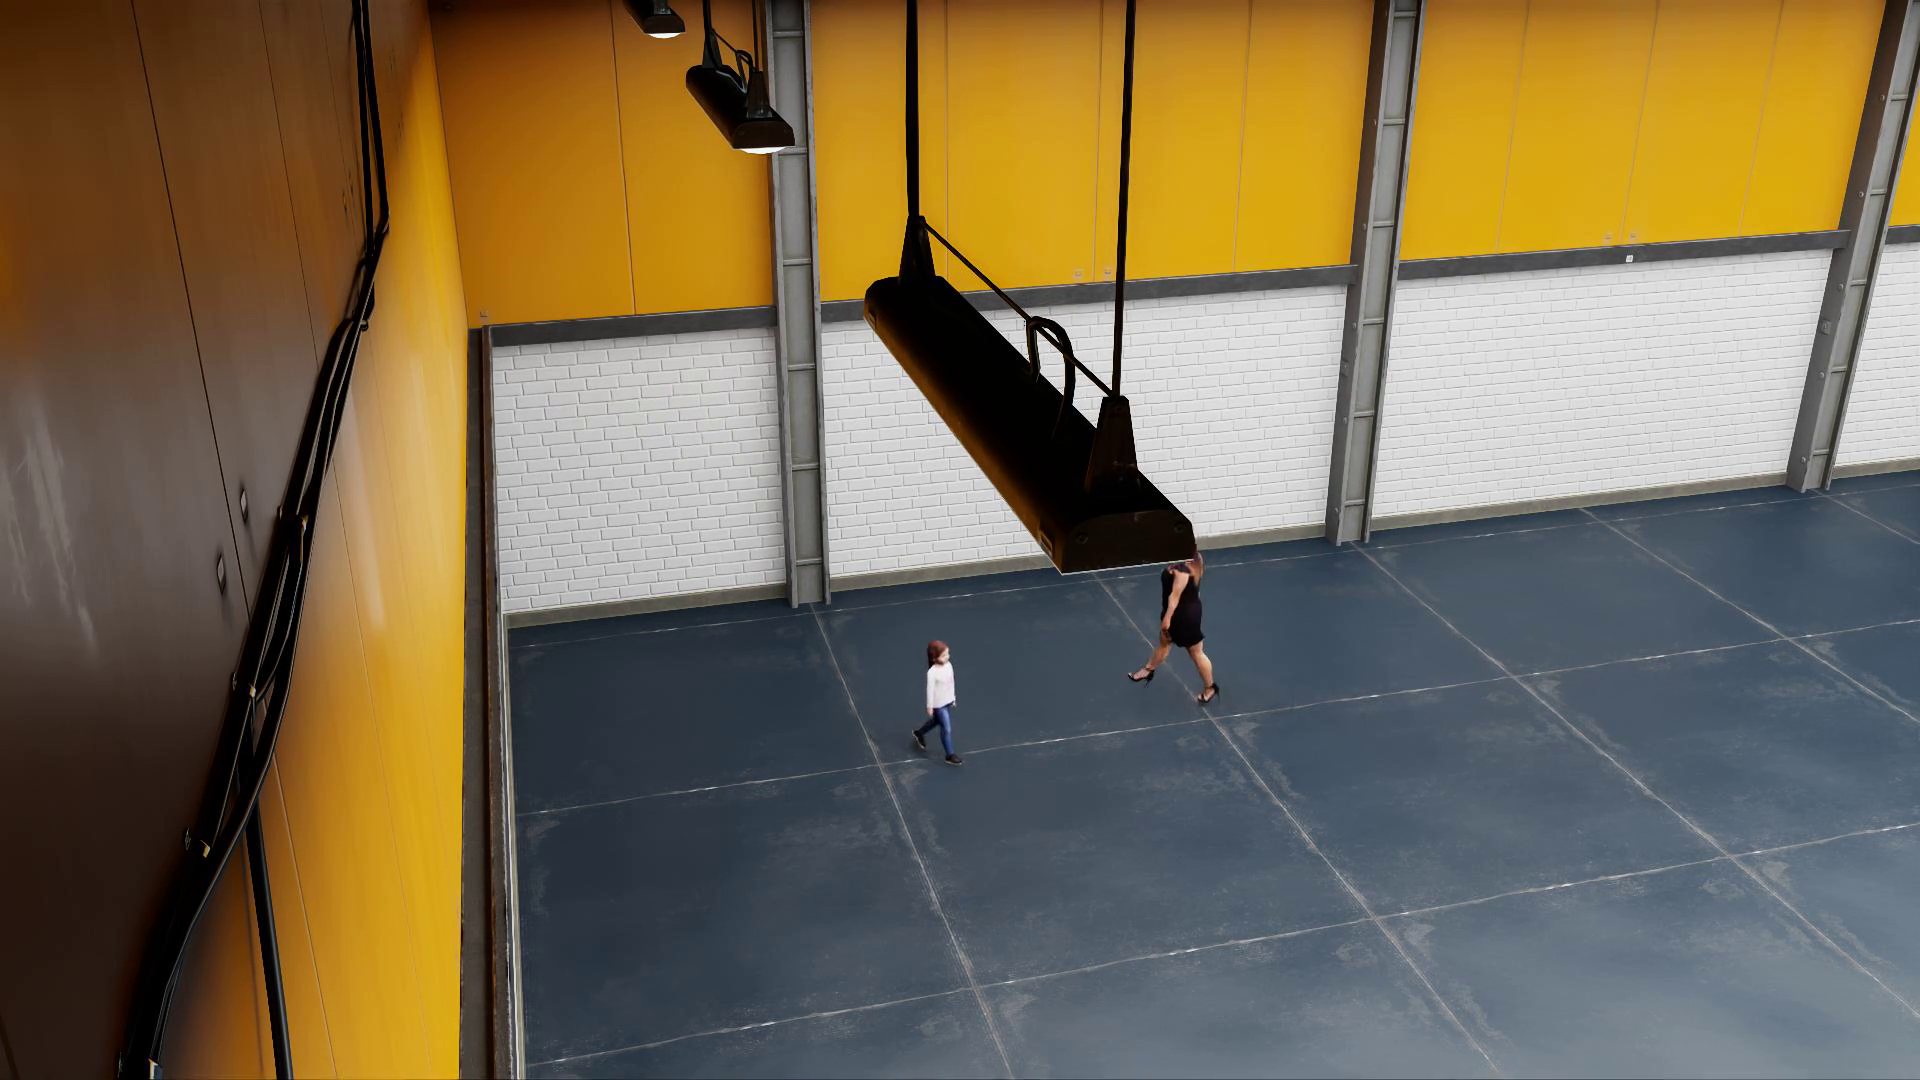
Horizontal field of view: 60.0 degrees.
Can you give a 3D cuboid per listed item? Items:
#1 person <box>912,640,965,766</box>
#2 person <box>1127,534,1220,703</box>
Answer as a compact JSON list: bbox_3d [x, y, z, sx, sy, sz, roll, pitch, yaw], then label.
[{"bbox_3d":[-0.200,1.323,13.889,0.787,1.093,0.757,15,28,31],"label":"person"},{"bbox_3d":[2.053,0.701,14.604,1.191,1.662,1.034,8,25,17],"label":"person"}]
